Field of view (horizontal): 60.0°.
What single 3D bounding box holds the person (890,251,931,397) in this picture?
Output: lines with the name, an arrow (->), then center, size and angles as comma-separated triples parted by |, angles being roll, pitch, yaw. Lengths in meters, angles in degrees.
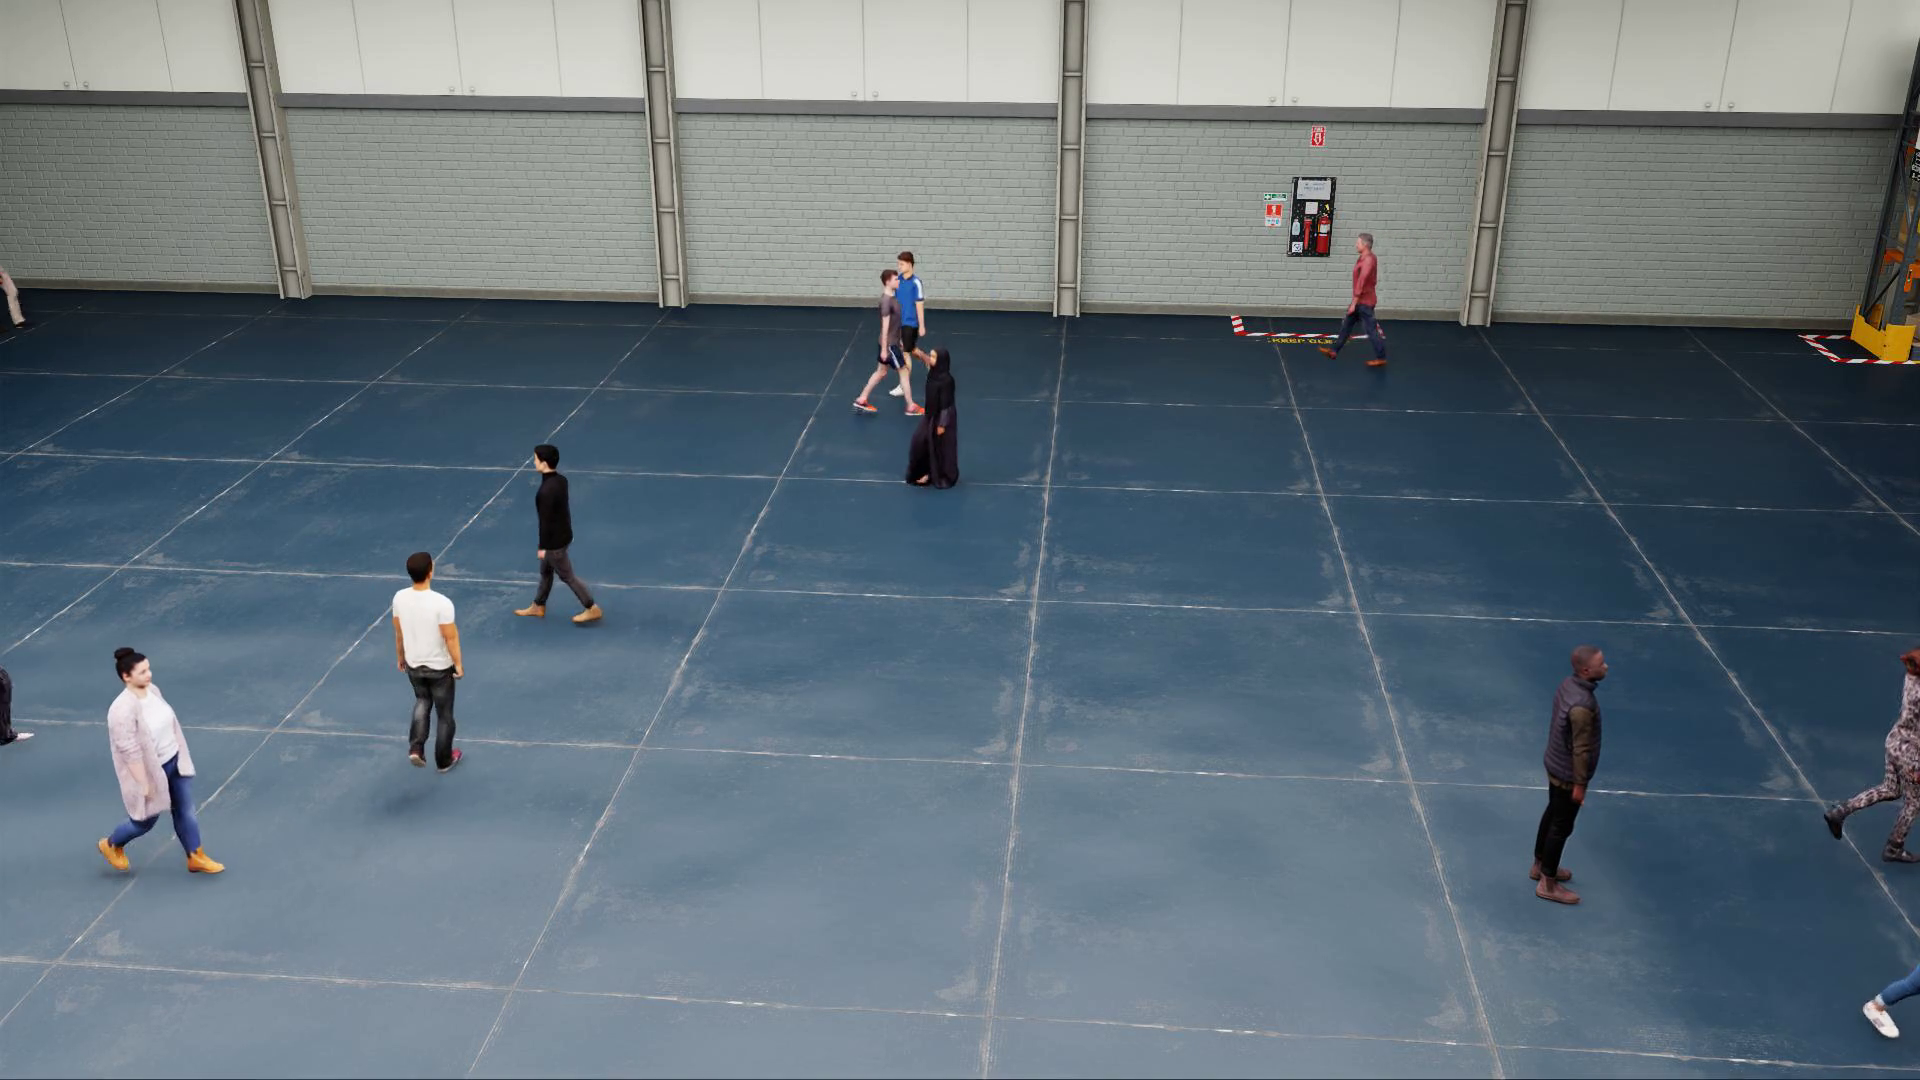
person -> -0.579, -2.773, 21.163 | 1.183, 1.840, 1.162 | -20, 30, -39

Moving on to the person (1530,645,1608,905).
person -> 4.044, 1.527, 11.055 | 0.598, 1.835, 0.716 | 5, 23, 11

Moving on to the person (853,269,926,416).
person -> -0.944, -2.372, 20.255 | 1.167, 1.811, 0.689 | 1, 23, 3

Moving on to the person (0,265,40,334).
person -> -13.862, -3.822, 23.639 | 0.910, 1.831, 0.765 | -2, 23, -5

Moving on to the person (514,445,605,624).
person -> -3.548, -0.012, 14.868 | 1.073, 1.684, 0.704 | 1, 23, 2

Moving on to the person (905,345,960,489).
person -> -0.155, -1.348, 18.110 | 0.967, 1.606, 0.880 | -14, 27, -29

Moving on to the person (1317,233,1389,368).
person -> 5.463, -3.146, 22.123 | 1.270, 1.775, 0.895 | 7, 24, 17

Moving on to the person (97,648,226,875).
person -> -5.525, 1.530, 11.196 | 1.064, 1.720, 0.717 | 3, 23, 7

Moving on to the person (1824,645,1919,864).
person -> 6.400, 1.463, 11.378 | 0.898, 1.701, 0.587 | 3, 23, 7

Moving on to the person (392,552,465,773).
person -> -4.015, 0.965, 12.432 | 0.696, 1.793, 0.754 | 4, 23, 9
